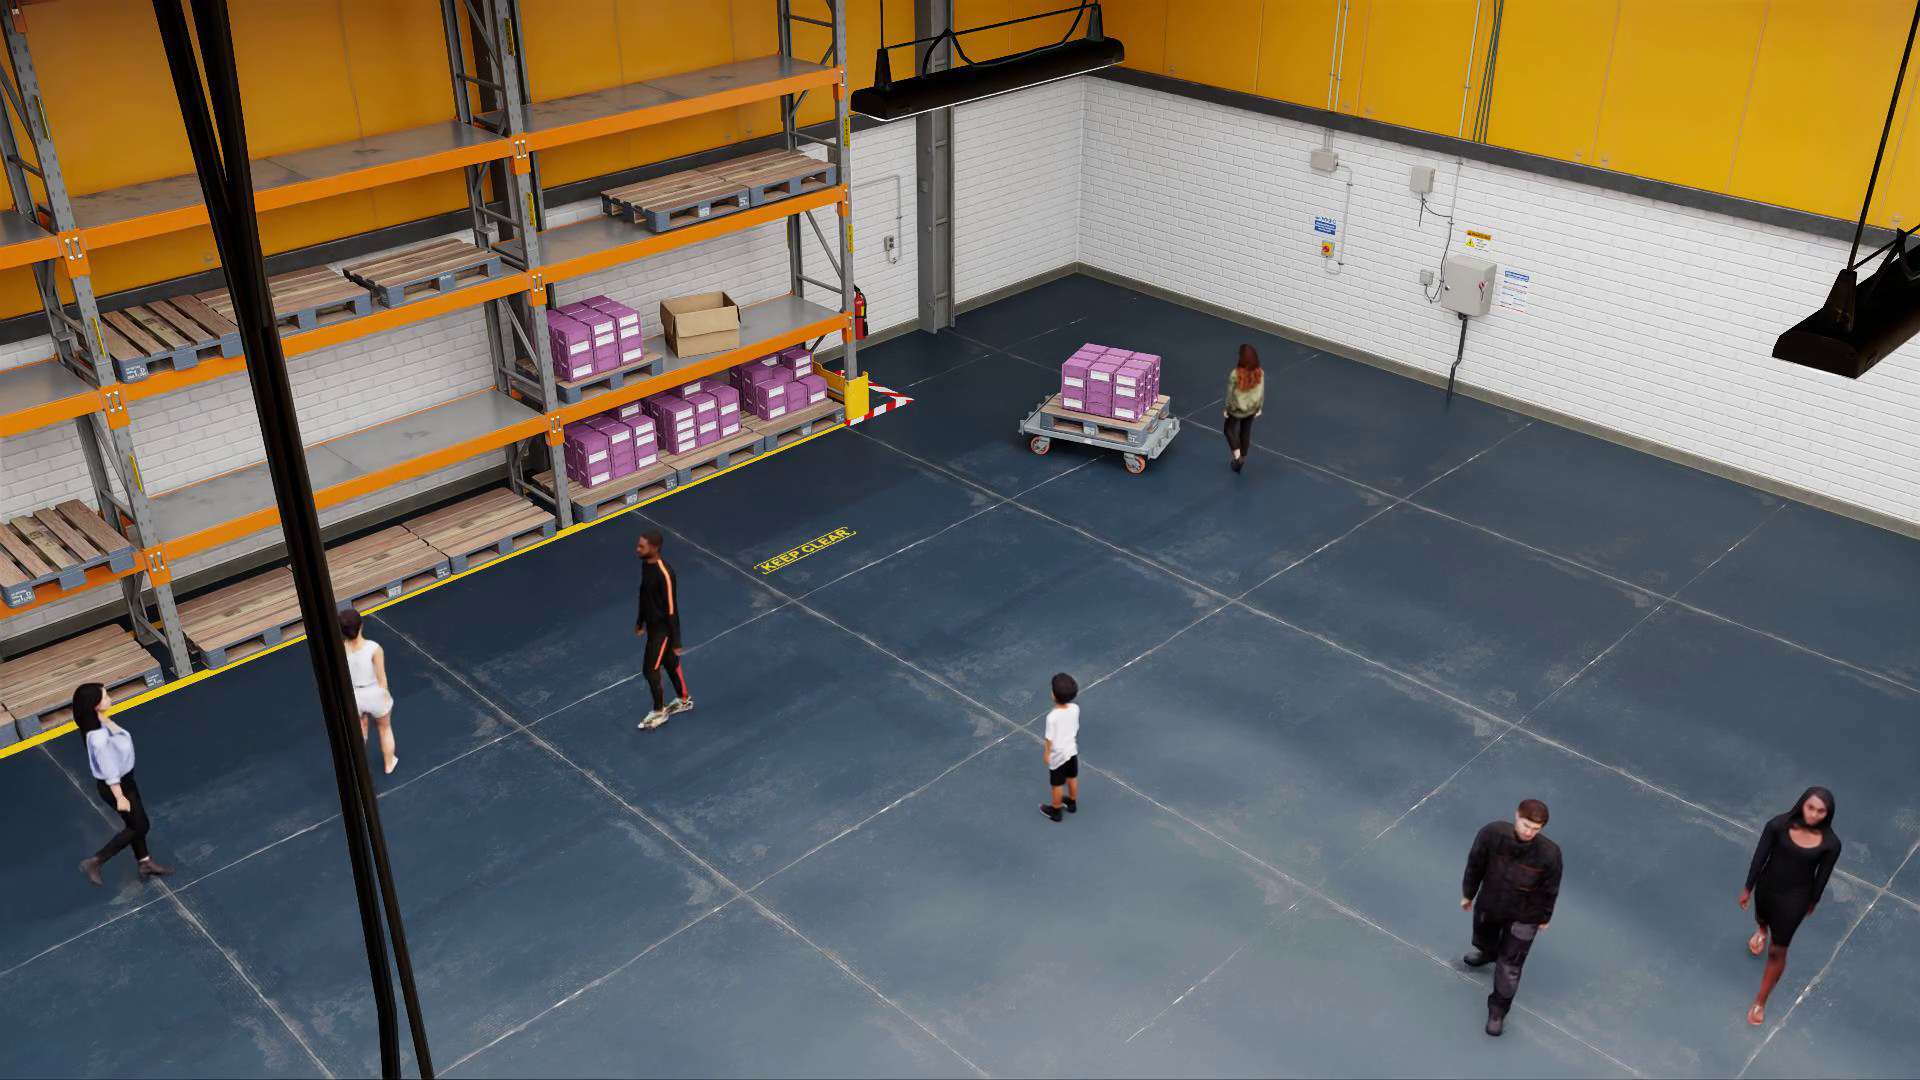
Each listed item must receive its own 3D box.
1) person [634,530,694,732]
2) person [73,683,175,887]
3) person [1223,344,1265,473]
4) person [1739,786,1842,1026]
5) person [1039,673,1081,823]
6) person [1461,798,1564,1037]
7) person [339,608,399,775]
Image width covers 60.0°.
[{"bbox_3d":[-2.415,0.710,13.923,0.871,1.789,0.756,-16,33,-27],"label":"person"},{"bbox_3d":[-6.153,1.811,11.964,0.928,1.734,0.805,-13,31,-23],"label":"person"},{"bbox_3d":[3.105,-1.396,18.123,0.730,1.465,0.802,-6,29,-11],"label":"person"},{"bbox_3d":[5.490,2.317,11.092,0.767,1.680,1.226,19,34,31],"label":"person"},{"bbox_3d":[0.799,1.603,12.845,0.436,1.255,0.562,-21,35,-33],"label":"person"},{"bbox_3d":[3.610,2.357,10.882,0.813,1.812,0.976,24,37,37],"label":"person"},{"bbox_3d":[-4.684,1.289,13.070,0.918,1.591,0.965,0,29,-1],"label":"person"}]
